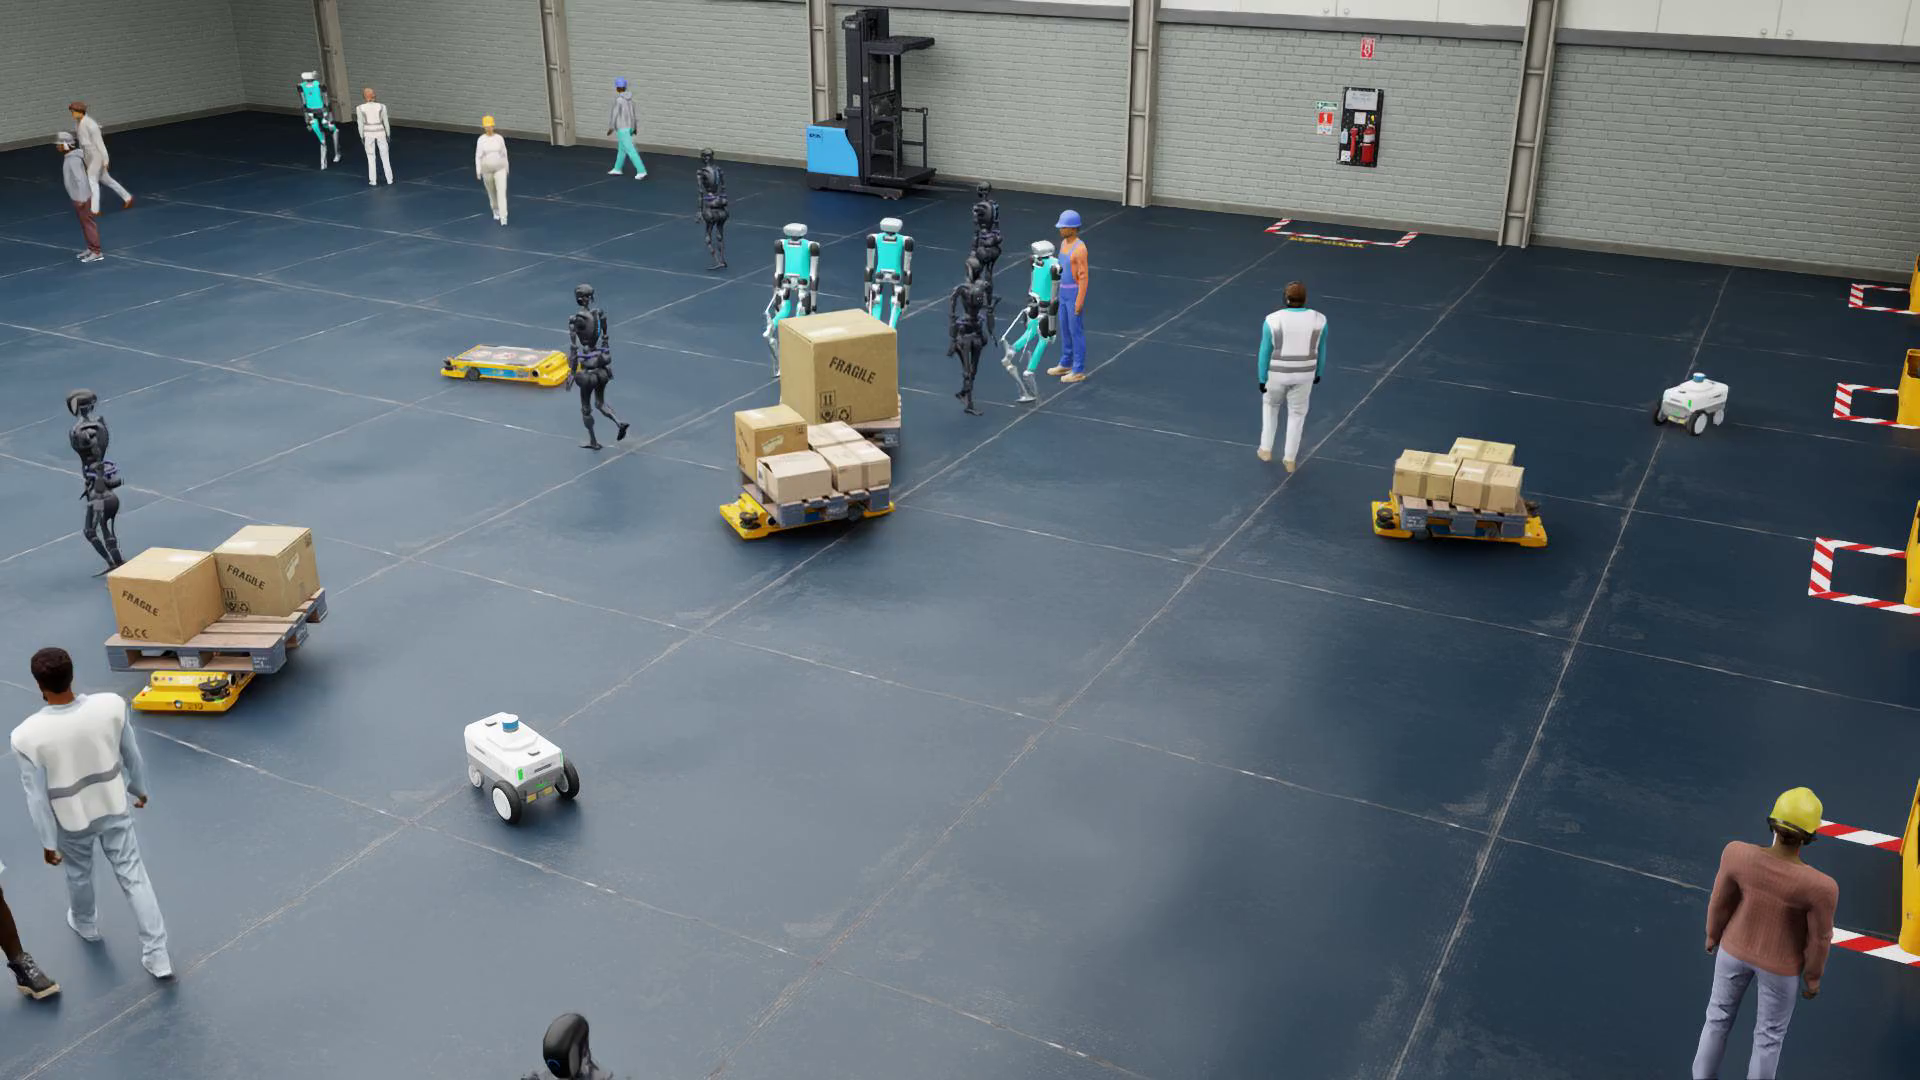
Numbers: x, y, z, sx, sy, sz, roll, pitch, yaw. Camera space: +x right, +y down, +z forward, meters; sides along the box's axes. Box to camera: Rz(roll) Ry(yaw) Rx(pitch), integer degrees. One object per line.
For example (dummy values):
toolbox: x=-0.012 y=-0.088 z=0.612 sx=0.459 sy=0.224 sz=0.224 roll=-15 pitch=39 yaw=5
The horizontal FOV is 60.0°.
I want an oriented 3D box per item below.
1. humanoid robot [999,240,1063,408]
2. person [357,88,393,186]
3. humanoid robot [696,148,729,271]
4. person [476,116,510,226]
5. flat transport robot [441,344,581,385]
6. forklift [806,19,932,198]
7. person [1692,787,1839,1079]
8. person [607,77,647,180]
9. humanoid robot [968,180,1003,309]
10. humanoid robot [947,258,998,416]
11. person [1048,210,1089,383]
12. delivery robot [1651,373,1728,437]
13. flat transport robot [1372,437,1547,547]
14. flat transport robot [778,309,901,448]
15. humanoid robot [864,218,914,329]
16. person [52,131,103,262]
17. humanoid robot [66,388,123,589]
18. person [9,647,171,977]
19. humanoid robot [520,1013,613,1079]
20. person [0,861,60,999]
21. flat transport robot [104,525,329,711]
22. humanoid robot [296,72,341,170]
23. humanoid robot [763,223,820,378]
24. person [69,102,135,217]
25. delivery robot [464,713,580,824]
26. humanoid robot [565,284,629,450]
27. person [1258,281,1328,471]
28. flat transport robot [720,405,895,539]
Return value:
humanoid robot: x=0.710 y=-2.197 z=17.525 sx=0.692 sy=1.870 sz=0.553 roll=-12 pitch=26 yaw=-26
person: x=-10.027 y=-6.912 z=28.526 sx=0.516 sy=1.632 sz=0.310 roll=-10 pitch=25 yaw=-22
humanoid robot: x=-3.396 y=-4.596 z=23.082 sx=0.472 sy=1.638 sz=0.607 roll=14 pitch=27 yaw=29
person: x=-7.237 y=-5.737 z=25.766 sx=0.483 sy=1.645 sz=0.903 roll=-6 pitch=24 yaw=-13
flat transport robot: x=-5.049 y=-1.970 z=18.748 sx=1.431 sy=0.231 sz=0.659 roll=6 pitch=24 yaw=14
forklift: x=-1.573 y=-7.292 z=27.850 sx=1.873 sy=2.768 sz=1.129 roll=12 pitch=26 yaw=25
person: x=3.749 y=1.936 z=7.760 sx=0.534 sy=1.765 sz=0.319 roll=20 pitch=30 yaw=39
person: x=-5.844 y=-7.195 z=29.051 sx=0.912 sy=1.730 sz=0.520 roll=8 pitch=25 yaw=19
humanoid robot: x=0.400 y=-3.719 z=21.042 sx=0.461 sy=1.639 sz=0.612 roll=15 pitch=27 yaw=30
humanoid robot: x=0.109 y=-2.163 z=17.476 sx=0.596 sy=1.649 sz=0.661 roll=-15 pitch=28 yaw=-32
person: x=1.210 y=-2.694 z=18.357 sx=0.374 sy=1.906 sz=0.532 roll=-10 pitch=25 yaw=-22
delivery robot: x=7.538 y=-1.412 z=17.088 sx=0.797 sy=0.595 sz=0.499 roll=-16 pitch=28 yaw=-32
flat transport robot: x=4.370 y=-0.188 z=14.600 sx=1.431 sy=0.231 sz=0.659 roll=4 pitch=24 yaw=10
flat transport robot: x=-1.186 y=-0.981 z=16.447 sx=0.659 sy=0.231 sz=1.431 roll=-1 pitch=23 yaw=-2
humanoid robot: x=-0.818 y=-2.562 z=18.371 sx=0.562 sy=1.862 sz=0.827 roll=2 pitch=23 yaw=4
person: x=-12.469 y=-4.859 z=23.519 sx=0.370 sy=1.812 sz=0.538 roll=-15 pitch=27 yaw=-31
humanoid robot: x=-6.916 y=-0.399 z=13.305 sx=0.382 sy=1.656 sz=0.591 roll=-16 pitch=28 yaw=-33
person: x=-4.610 y=1.419 z=8.840 sx=1.012 sy=1.867 sz=0.611 roll=21 pitch=31 yaw=39
humanoid robot: x=-1.427 y=2.553 z=6.481 sx=0.589 sy=1.630 sz=0.760 roll=3 pitch=23 yaw=7
person: x=-5.278 y=1.504 z=8.576 sx=1.026 sy=1.913 sz=0.610 roll=10 pitch=25 yaw=22
flat transport robot: x=-5.406 y=0.838 z=12.212 sx=0.659 sy=0.231 sz=1.431 roll=1 pitch=23 yaw=2
humanoid robot: x=-11.502 y=-7.611 z=30.099 sx=0.532 sy=1.773 sz=1.018 roll=0 pitch=23 yaw=1
humanoid robot: x=-1.896 y=-2.545 z=18.293 sx=0.530 sy=1.731 sz=1.074 roll=7 pitch=24 yaw=16
person: x=-13.665 y=-6.076 z=26.403 sx=0.520 sy=1.784 sz=0.928 roll=16 pitch=28 yaw=33
delivery robot: x=-2.813 y=1.398 z=10.542 sx=0.499 sy=0.592 sz=0.774 roll=-21 pitch=31 yaw=-40
humanoid robot: x=-3.561 y=-1.676 z=16.283 sx=0.499 sy=1.647 sz=0.614 roll=11 pitch=26 yaw=25
person: x=3.148 y=-1.593 z=15.899 sx=0.644 sy=1.823 sz=0.636 roll=1 pitch=23 yaw=3
flat transport robot: x=-1.345 y=-0.300 z=14.861 sx=1.431 sy=0.231 sz=0.659 roll=-11 pitch=26 yaw=-24
